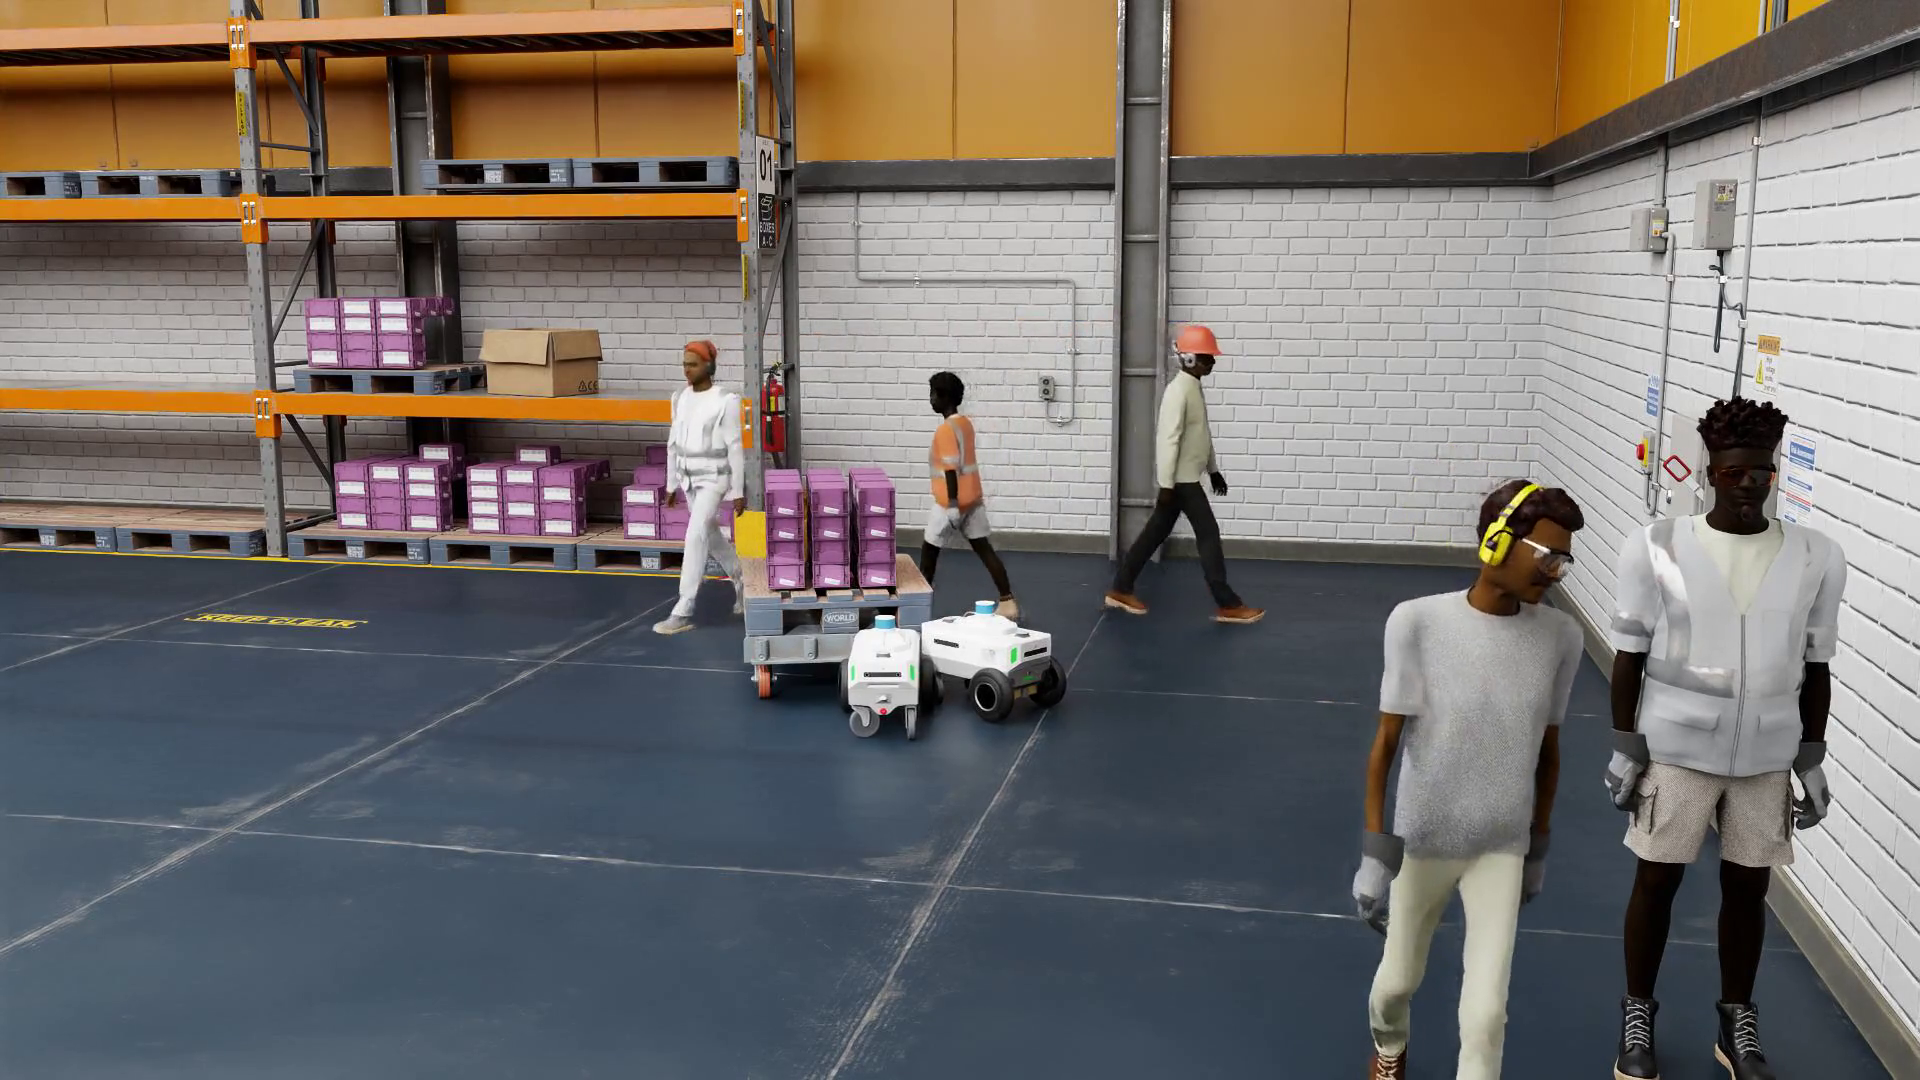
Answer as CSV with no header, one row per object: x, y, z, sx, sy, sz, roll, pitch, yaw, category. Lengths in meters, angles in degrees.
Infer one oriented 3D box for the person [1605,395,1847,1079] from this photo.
2.119,0.578,4.648,0.607,1.966,0.367,1,10,9,person

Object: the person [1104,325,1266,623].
1.436,-0.430,10.842,1.066,1.937,0.600,2,10,12,person

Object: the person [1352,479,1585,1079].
1.229,0.735,4.150,0.553,1.822,0.873,1,9,4,person

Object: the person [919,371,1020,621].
-0.026,-0.264,10.696,0.923,1.640,0.543,3,10,19,person

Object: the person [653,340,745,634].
-1.614,-0.368,10.710,0.580,1.847,0.964,8,12,40,person

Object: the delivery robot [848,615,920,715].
-0.375,0.621,8.352,0.477,0.478,0.707,0,9,0,delivery robot

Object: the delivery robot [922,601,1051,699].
0.130,0.561,8.712,0.707,0.478,0.477,9,13,42,delivery robot
